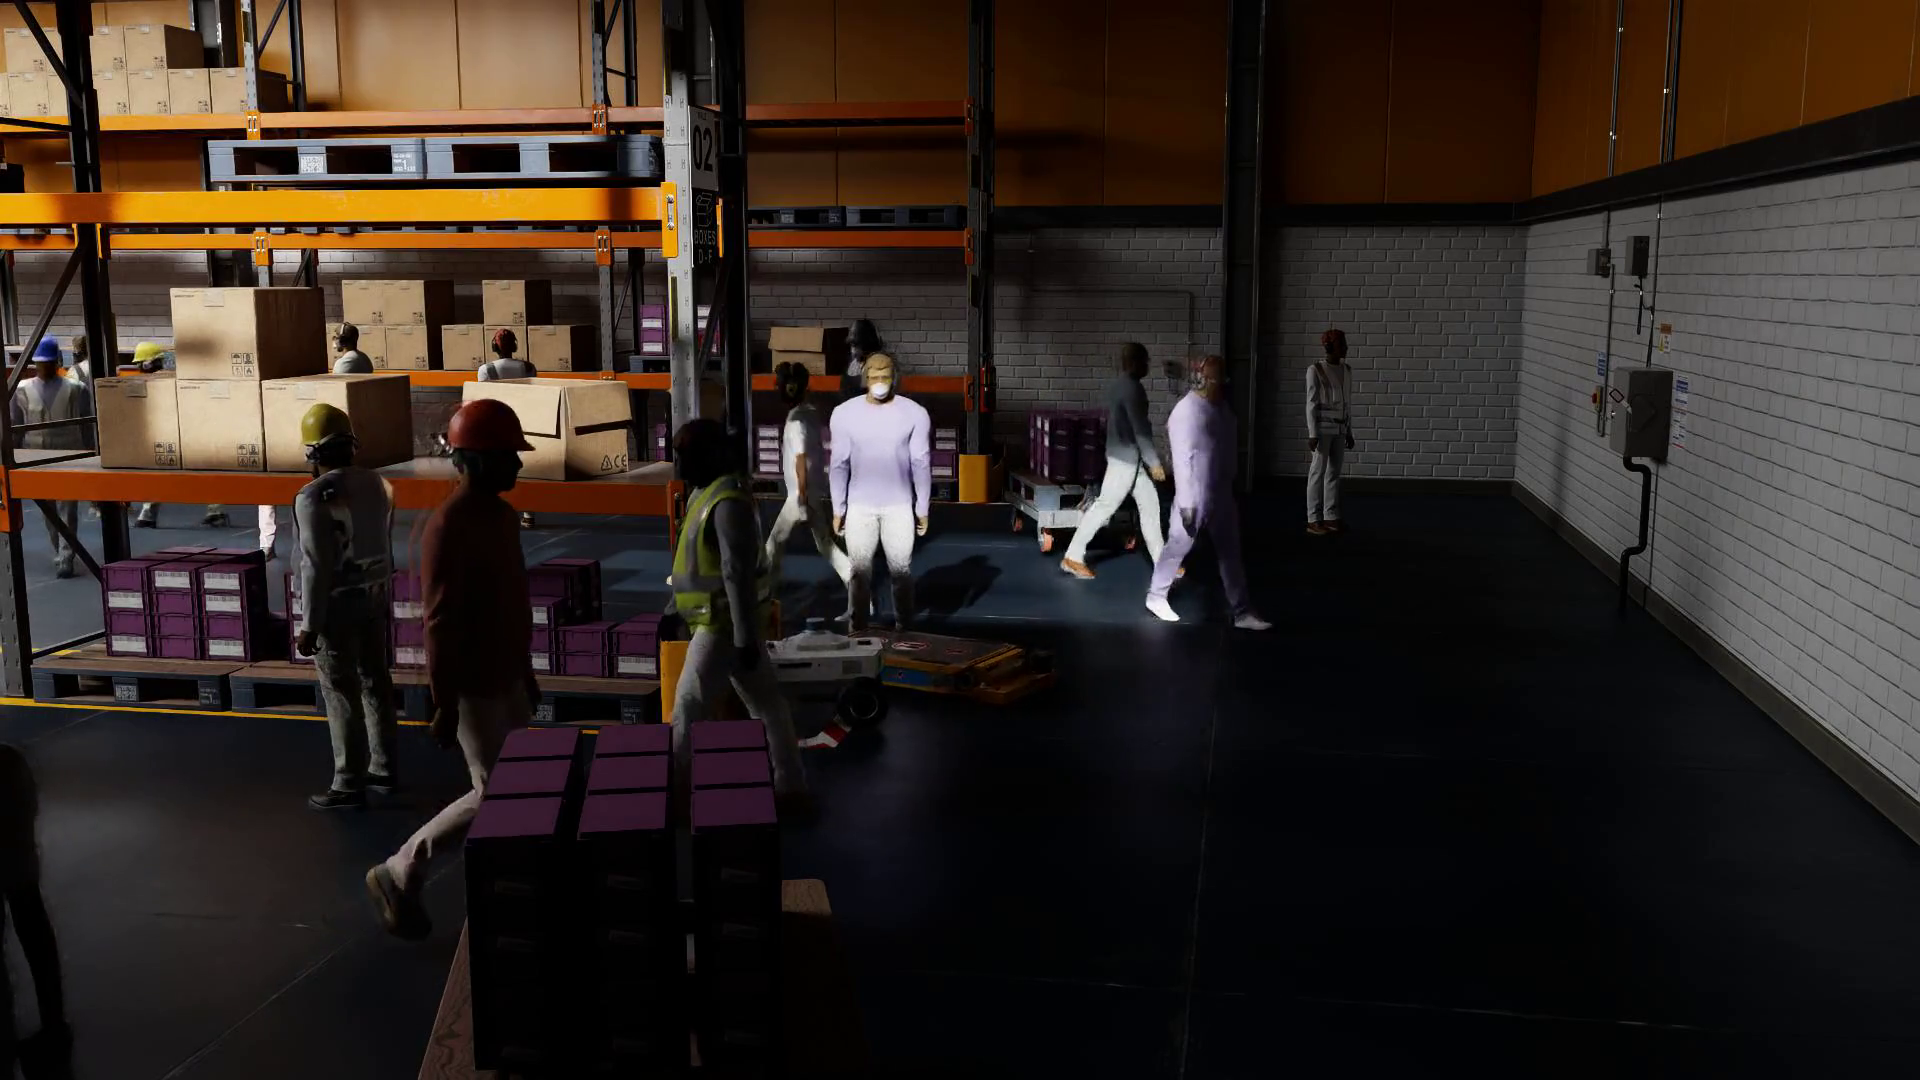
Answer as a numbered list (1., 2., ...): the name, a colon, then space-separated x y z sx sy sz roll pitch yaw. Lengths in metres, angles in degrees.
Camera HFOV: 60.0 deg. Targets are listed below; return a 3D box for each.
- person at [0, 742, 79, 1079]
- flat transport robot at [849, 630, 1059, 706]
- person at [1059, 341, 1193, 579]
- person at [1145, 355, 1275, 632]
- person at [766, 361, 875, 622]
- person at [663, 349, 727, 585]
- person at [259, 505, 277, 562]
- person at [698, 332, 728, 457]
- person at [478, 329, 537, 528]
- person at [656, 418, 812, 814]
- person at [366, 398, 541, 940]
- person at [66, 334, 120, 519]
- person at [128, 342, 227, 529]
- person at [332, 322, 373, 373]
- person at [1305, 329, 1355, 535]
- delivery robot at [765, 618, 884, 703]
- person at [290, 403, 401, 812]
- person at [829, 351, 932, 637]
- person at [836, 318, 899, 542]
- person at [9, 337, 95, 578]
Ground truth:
1. person: -1.979 0.987 3.176 0.514 1.844 0.874 -6 11 -33
2. flat transport robot: -0.206 0.717 9.707 1.431 0.197 0.652 5 11 30
3. person: 1.276 -0.618 13.052 1.055 1.876 0.646 1 9 4
4. person: 1.649 -0.318 11.254 0.665 1.858 1.011 -8 12 -42
5. person: -1.047 -0.316 11.355 0.989 1.819 0.528 2 9 13
6. person: -2.050 -0.564 12.804 0.429 1.843 0.631 7 11 36
7. person: -5.658 -0.808 13.840 0.623 1.992 0.396 -2 9 -14
8. person: -2.123 -0.839 14.306 0.762 1.914 0.550 6 11 32
9. person: -4.219 -1.030 15.566 0.572 1.883 0.356 -7 11 -36
10. person: -1.114 0.360 7.252 0.988 1.775 0.626 -1 9 -9
11. person: -1.736 0.484 5.883 0.583 1.973 0.622 1 9 4
12. person: -8.447 -1.104 16.300 0.533 1.814 0.339 1 9 5
13. person: -7.363 -0.972 15.593 0.895 1.771 0.612 1 9 3
14. person: -5.719 -1.081 15.706 0.354 1.938 0.636 0 9 0
15. person: 3.420 -0.996 15.348 0.575 1.884 0.355 -7 12 -37
16. delivery robot: -0.772 0.659 8.899 0.707 0.478 0.477 -1 9 -8
17. person: -2.774 0.301 7.472 0.403 1.827 0.599 3 10 16
18. person: -0.492 -0.198 10.286 0.632 1.935 0.375 0 9 1
19. person: -0.847 -0.976 14.740 0.539 2.000 0.684 -8 12 -42
20. person: -7.308 -0.681 13.373 0.634 1.898 1.013 -4 10 -23
